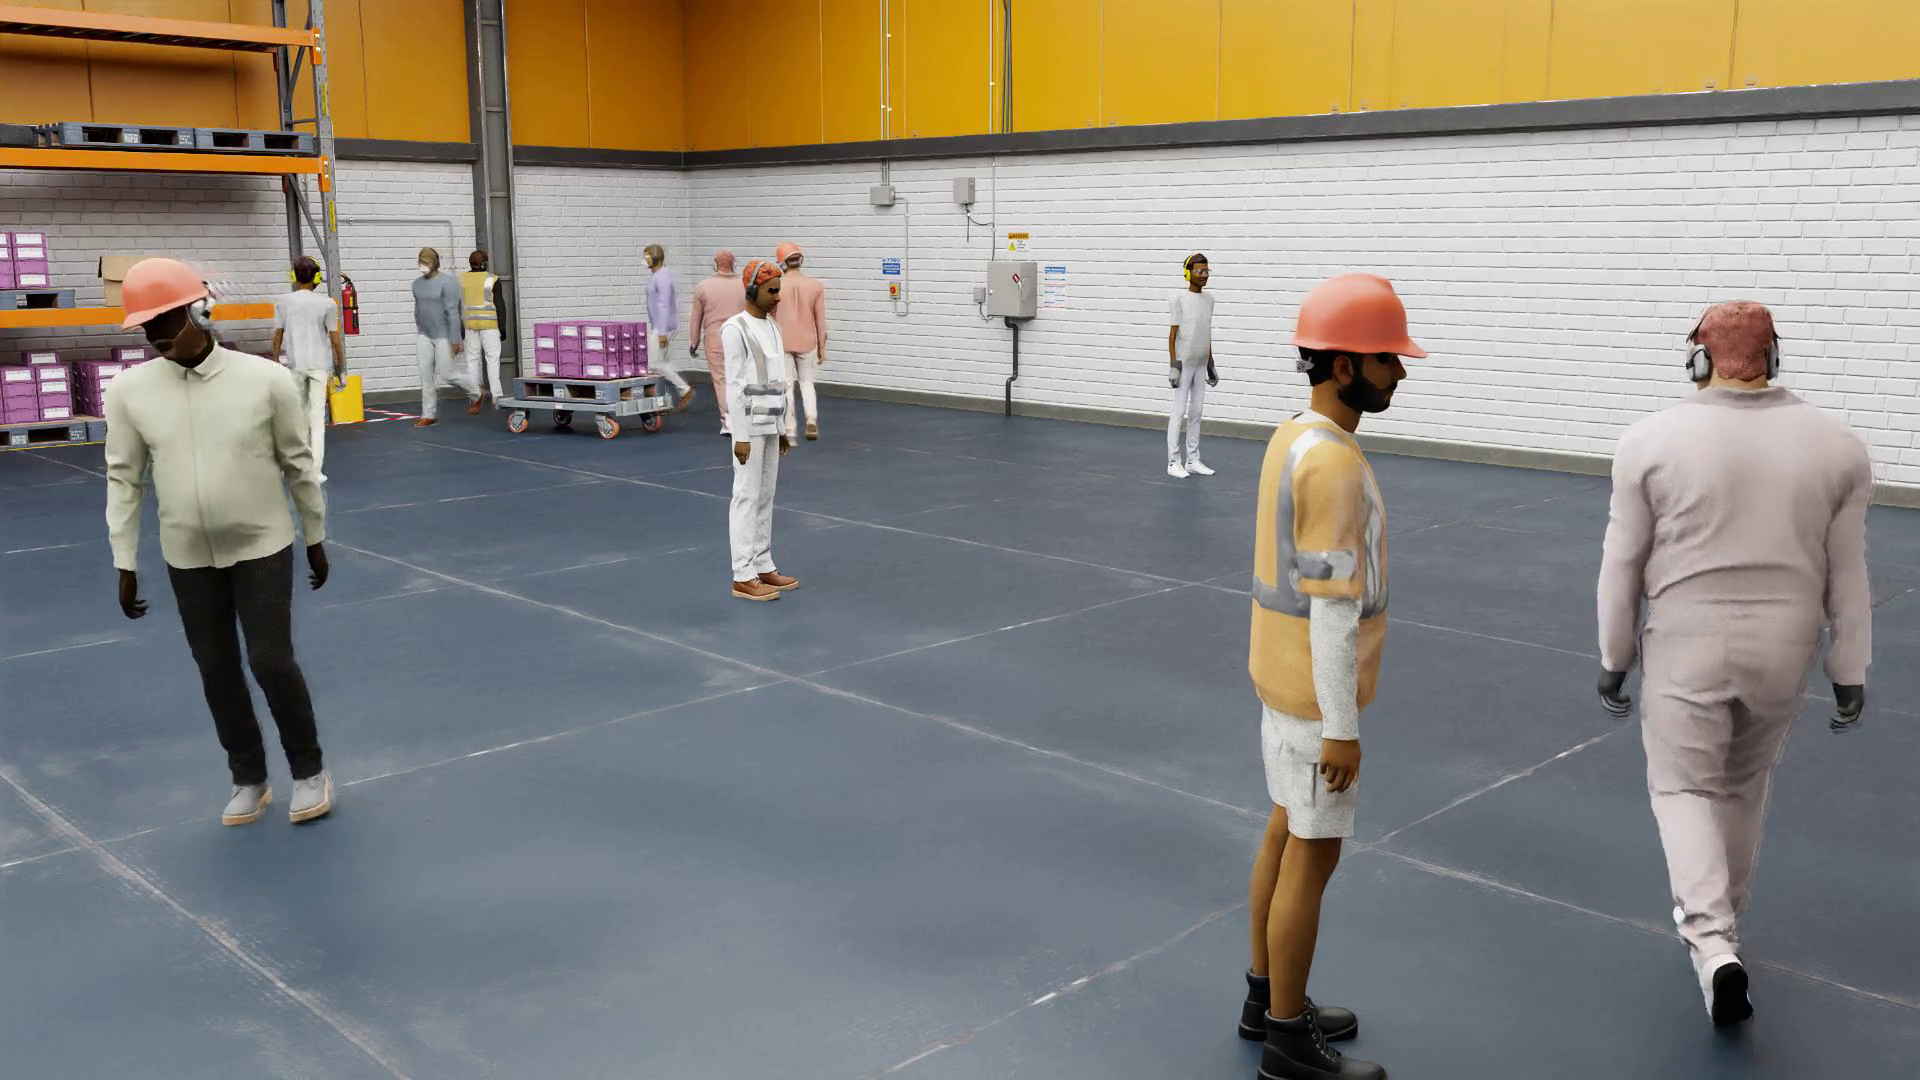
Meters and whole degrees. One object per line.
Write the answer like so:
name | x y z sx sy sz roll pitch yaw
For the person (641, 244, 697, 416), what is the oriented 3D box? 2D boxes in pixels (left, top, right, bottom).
person | -3.302 -2.332 18.563 0.508 1.927 0.646 -3 11 -17

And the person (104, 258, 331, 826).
person | -2.494 0.036 5.593 0.641 1.947 0.574 -2 11 -9

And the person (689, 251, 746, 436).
person | -2.423 -2.014 17.027 0.654 1.853 0.990 -4 11 -20

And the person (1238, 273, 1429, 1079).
person | 0.880 0.343 3.955 0.373 1.934 0.551 0 10 2

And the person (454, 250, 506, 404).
person | -5.745 -2.552 20.008 0.626 1.844 0.429 1 10 8

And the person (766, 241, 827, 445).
person | -1.595 -1.877 15.997 0.620 1.964 0.484 -3 11 -18

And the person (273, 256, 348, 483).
person | -5.332 -1.394 13.659 0.573 1.846 0.583 -1 10 -5

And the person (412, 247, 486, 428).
person | -5.457 -2.153 17.676 0.624 1.917 0.762 6 12 31

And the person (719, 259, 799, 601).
person | -1.125 -0.617 9.329 0.356 1.887 0.572 3 11 17

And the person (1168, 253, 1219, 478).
person | 1.965 -1.465 13.997 0.519 1.874 0.327 -7 13 -35

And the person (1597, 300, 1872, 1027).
person | 2.039 0.306 4.382 0.664 1.865 0.863 1 10 5
